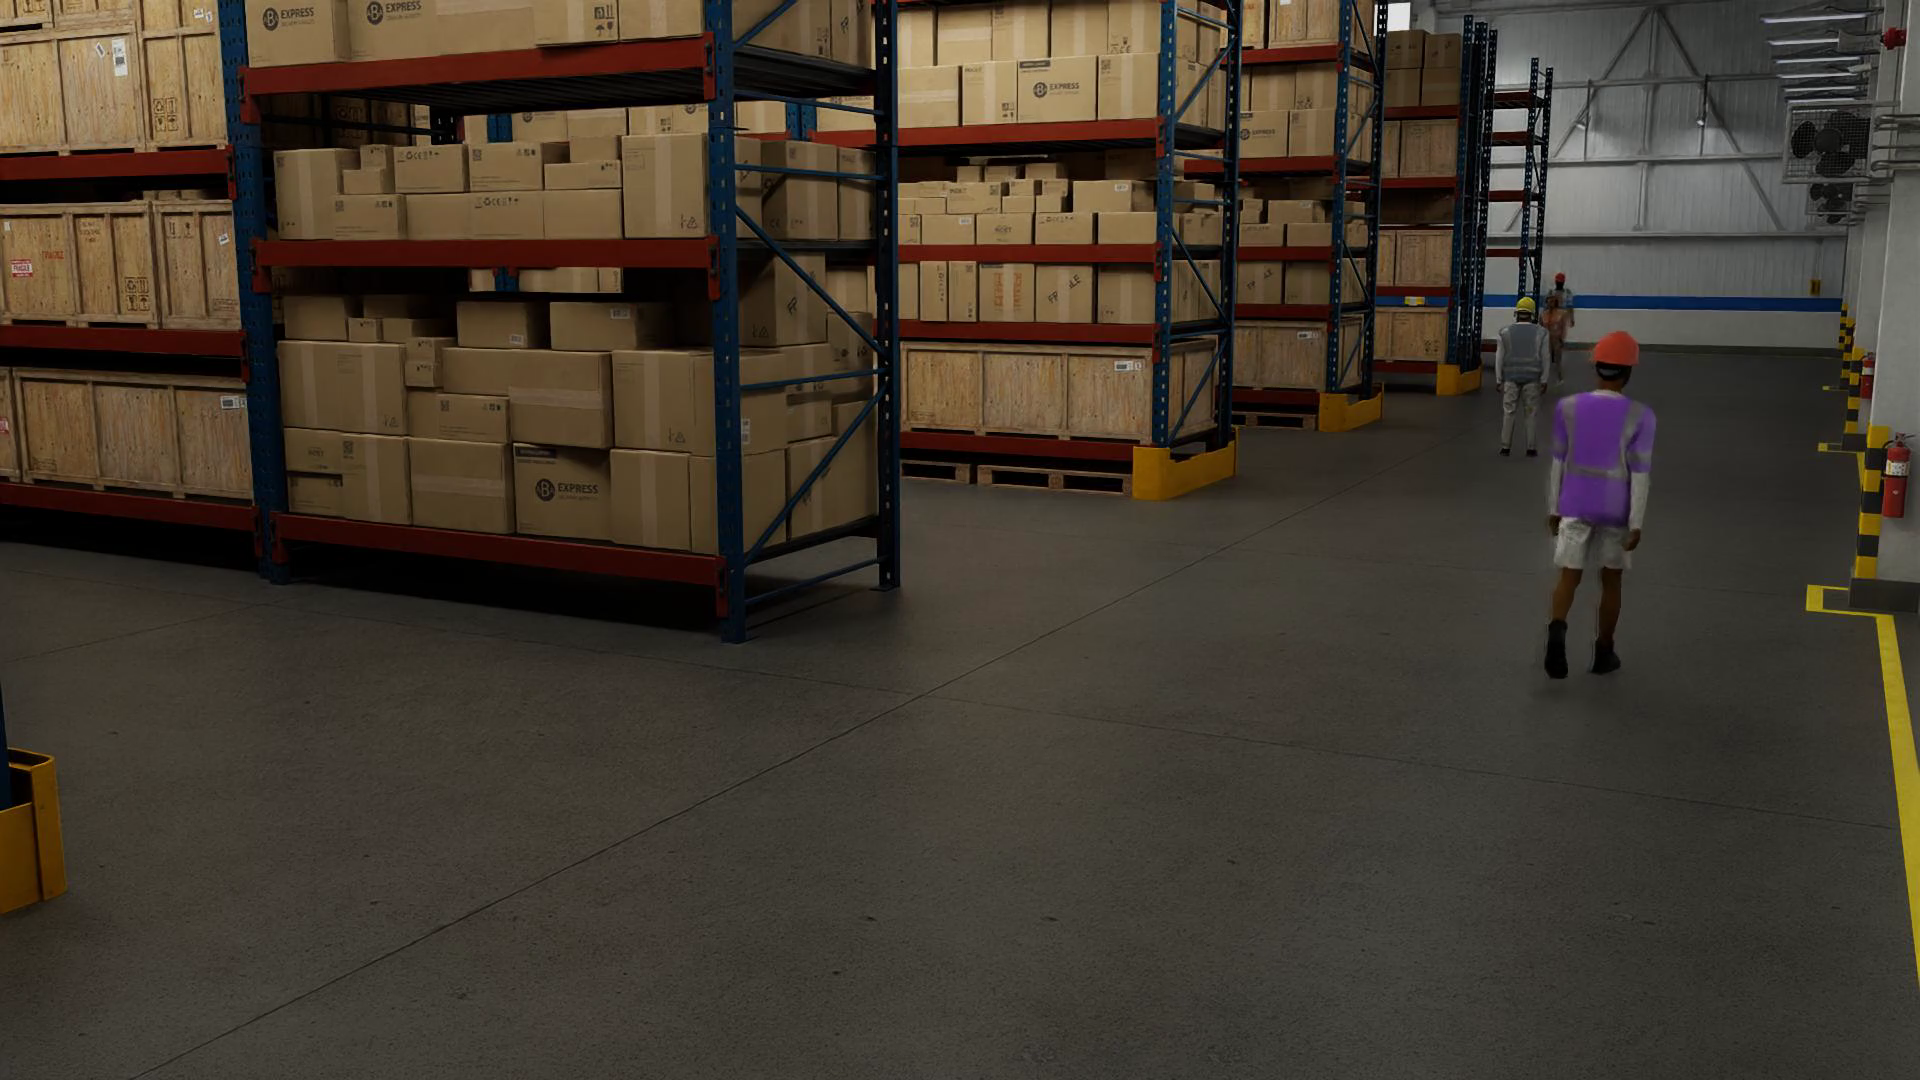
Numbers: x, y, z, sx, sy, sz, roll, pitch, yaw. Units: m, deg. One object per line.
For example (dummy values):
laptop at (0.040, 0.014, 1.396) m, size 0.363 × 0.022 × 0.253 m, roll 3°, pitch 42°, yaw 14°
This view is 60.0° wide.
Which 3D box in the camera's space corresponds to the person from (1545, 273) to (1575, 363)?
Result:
person at (12.728, -4.697, 35.273) m, size 0.570 × 1.891 × 0.941 m, roll 1°, pitch 10°, yaw 7°

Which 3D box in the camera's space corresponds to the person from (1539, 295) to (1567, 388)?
person at (10.318, -3.454, 28.937) m, size 0.515 × 1.605 × 0.827 m, roll 8°, pitch 13°, yaw 39°

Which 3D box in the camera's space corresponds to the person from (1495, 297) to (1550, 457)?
person at (6.434, -1.860, 19.042) m, size 0.595 × 1.832 × 0.404 m, roll 3°, pitch 10°, yaw 19°

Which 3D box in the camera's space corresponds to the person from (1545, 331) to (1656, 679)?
person at (3.442, -0.171, 9.020) m, size 0.547 × 1.920 × 0.775 m, roll 7°, pitch 12°, yaw 34°
